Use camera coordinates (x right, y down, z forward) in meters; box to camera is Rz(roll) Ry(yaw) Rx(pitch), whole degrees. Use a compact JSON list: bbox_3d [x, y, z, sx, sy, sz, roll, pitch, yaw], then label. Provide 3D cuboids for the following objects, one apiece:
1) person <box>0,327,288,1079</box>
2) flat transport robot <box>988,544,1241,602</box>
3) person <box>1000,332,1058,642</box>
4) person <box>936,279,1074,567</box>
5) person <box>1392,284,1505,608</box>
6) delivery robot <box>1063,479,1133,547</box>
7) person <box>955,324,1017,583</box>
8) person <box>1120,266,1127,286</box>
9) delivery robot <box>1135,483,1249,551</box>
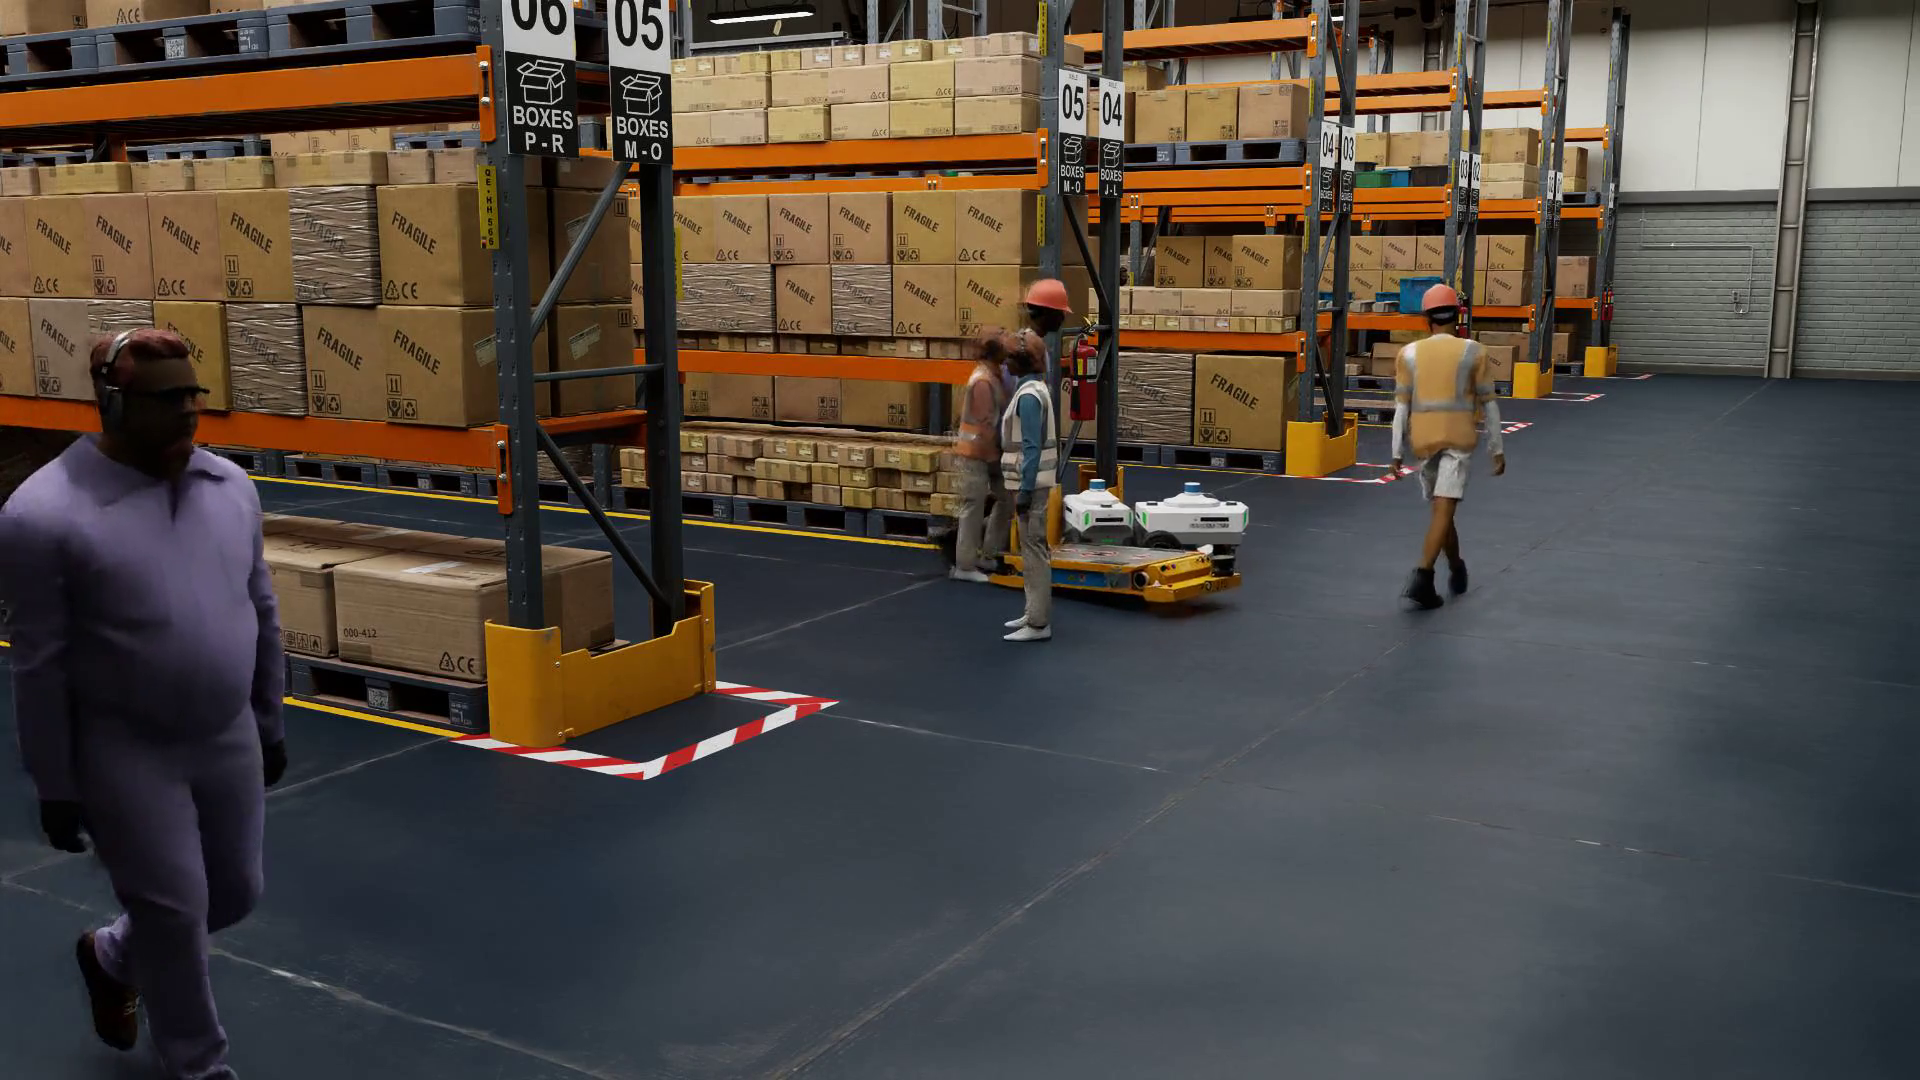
[{"bbox_3d":[-1.874,0.448,3.843,0.734,1.884,0.643,5,11,27],"label":"person"},{"bbox_3d":[0.909,0.179,9.992,1.431,0.197,0.652,5,11,44],"label":"flat transport robot"},{"bbox_3d":[0.362,-0.279,8.799,0.310,1.636,0.523,1,10,4],"label":"person"},{"bbox_3d":[0.285,-0.665,10.322,0.828,1.895,0.578,0,10,-2],"label":"person"},{"bbox_3d":[2.844,-0.562,9.783,0.629,1.871,0.977,6,12,33],"label":"person"},{"bbox_3d":[0.906,-0.158,10.977,0.477,0.478,0.707,-1,10,-8],"label":"delivery robot"},{"bbox_3d":[0.179,-0.519,10.242,0.491,1.615,0.534,2,10,13],"label":"person"},{"bbox_3d":[2.441,-3.259,25.561,0.332,1.874,0.520,6,11,31],"label":"person"},{"bbox_3d":[1.508,-0.130,10.817,0.707,0.478,0.477,0,10,-1],"label":"delivery robot"}]
